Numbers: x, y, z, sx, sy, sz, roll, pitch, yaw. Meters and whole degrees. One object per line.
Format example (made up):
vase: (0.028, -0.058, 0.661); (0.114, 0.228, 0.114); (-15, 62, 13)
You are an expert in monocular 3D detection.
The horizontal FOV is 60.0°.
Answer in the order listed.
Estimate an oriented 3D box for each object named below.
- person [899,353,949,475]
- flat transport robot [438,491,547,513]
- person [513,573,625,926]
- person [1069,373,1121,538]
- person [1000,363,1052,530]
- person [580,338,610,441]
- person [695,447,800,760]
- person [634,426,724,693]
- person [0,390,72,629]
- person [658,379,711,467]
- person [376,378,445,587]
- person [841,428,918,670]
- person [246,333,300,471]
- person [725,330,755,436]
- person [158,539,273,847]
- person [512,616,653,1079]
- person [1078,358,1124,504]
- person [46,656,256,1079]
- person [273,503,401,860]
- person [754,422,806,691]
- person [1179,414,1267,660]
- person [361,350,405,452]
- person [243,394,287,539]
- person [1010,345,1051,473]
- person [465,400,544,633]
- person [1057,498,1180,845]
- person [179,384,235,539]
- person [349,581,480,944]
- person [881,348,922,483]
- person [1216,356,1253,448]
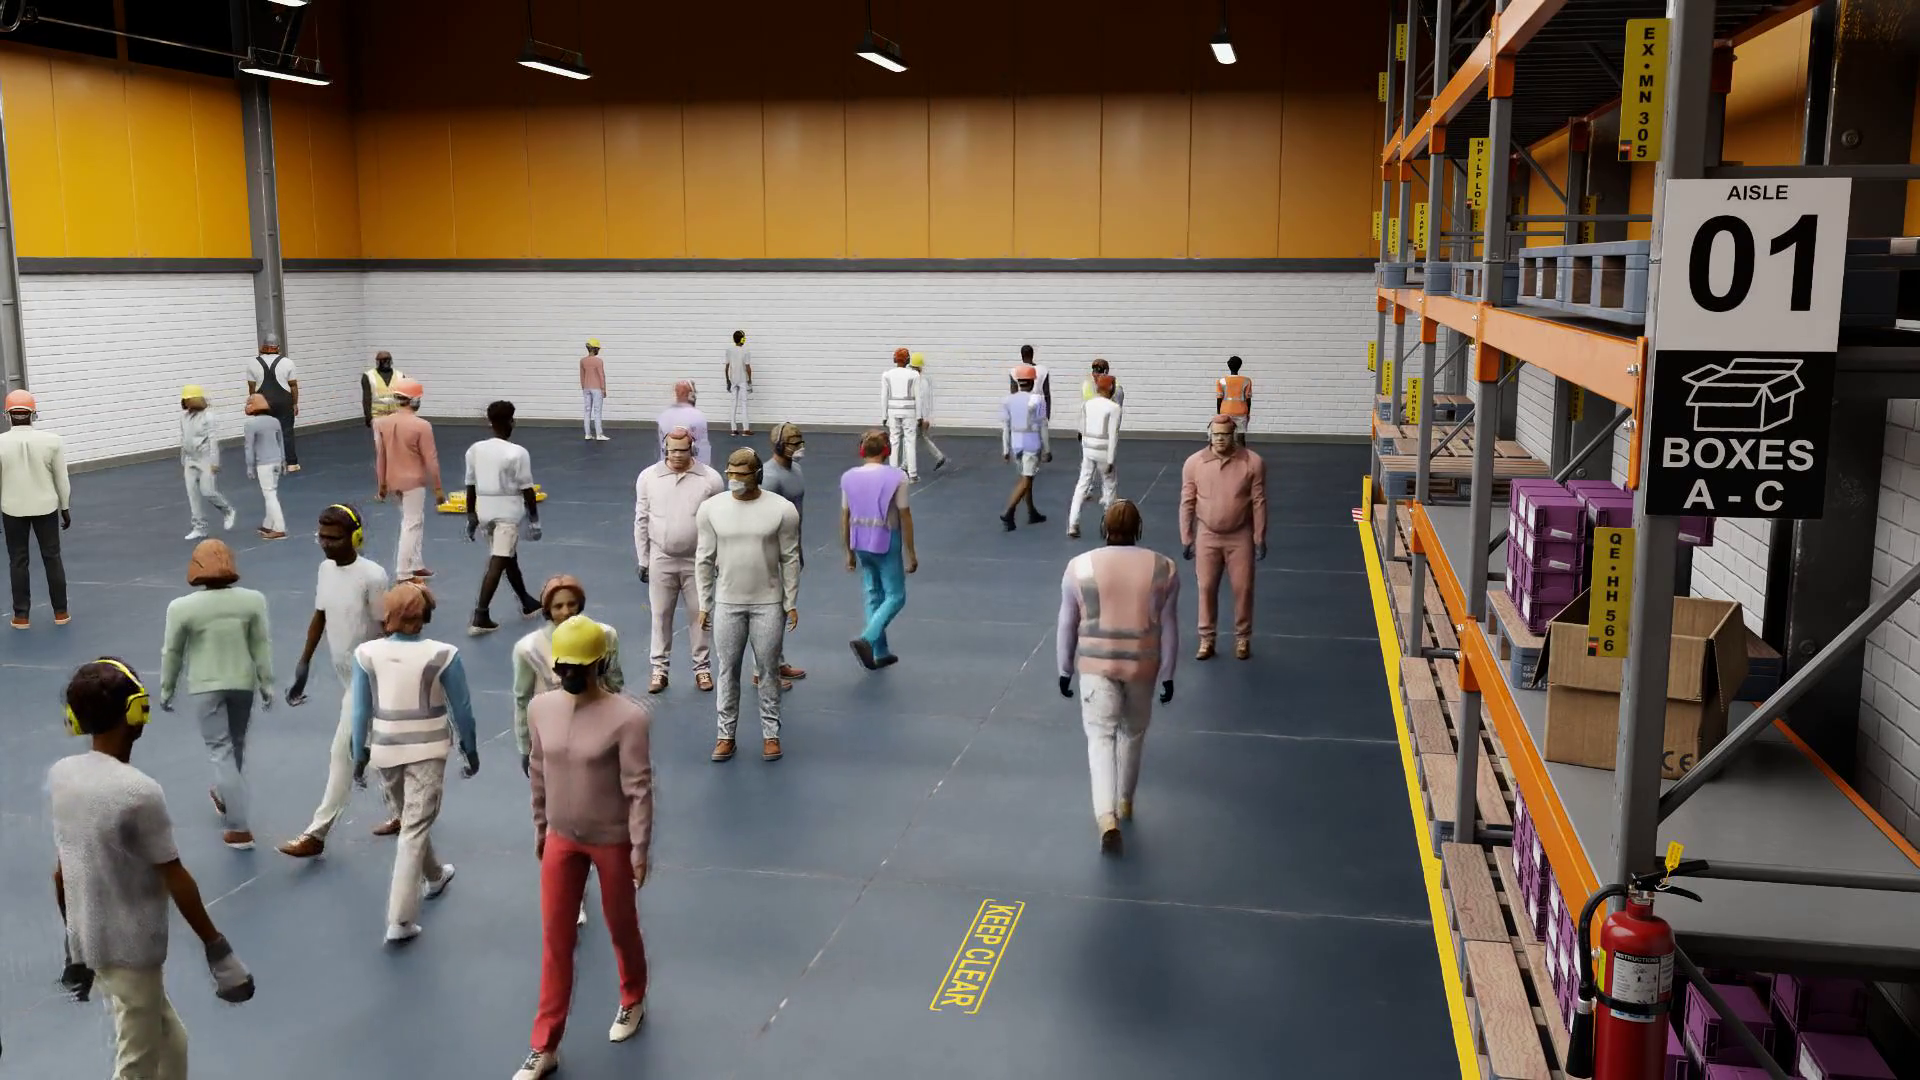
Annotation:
person: (-0.557, -1.814, 23.943); (0.844, 1.784, 0.604); (-2, 10, -14)
flat transport robot: (-5.826, -0.537, 20.768); (0.652, 0.197, 1.431); (3, 10, 17)
person: (-1.829, 0.944, 7.787); (0.527, 1.622, 0.514); (-5, 11, -28)
person: (1.525, -0.938, 18.531); (0.590, 1.839, 1.023); (8, 12, 40)
person: (0.725, -1.081, 19.162); (0.545, 1.909, 0.941); (8, 12, 40)
person: (-6.298, -2.584, 28.635); (0.524, 1.760, 0.326); (5, 11, 29)
person: (-1.295, 0.391, 10.168); (0.635, 1.936, 0.353); (0, 9, -2)
person: (-1.983, 0.138, 11.804); (0.638, 1.903, 0.408); (-1, 10, -8)
person: (-7.775, -0.257, 13.900); (0.622, 1.993, 0.382); (-7, 12, -35)
person: (-2.786, -0.675, 16.741); (0.652, 1.887, 0.685); (8, 13, 42)
person: (-5.096, -0.538, 15.636); (0.649, 1.969, 0.720); (6, 11, 30)
person: (-0.633, 0.086, 12.353); (0.591, 1.819, 0.574); (5, 11, 30)
person: (-10.033, -2.019, 24.378); (0.687, 2.000, 0.538); (-2, 10, -11)
person: (-3.916, -2.782, 29.491); (0.512, 1.872, 0.330); (4, 10, 21)
person: (-3.944, 0.785, 8.813); (0.518, 1.588, 0.841); (-9, 13, -42)
person: (-1.414, 1.136, 6.282); (0.546, 1.729, 0.748); (2, 10, 14)
person: (1.756, -1.383, 21.137); (0.627, 1.847, 0.429); (7, 12, 35)
person: (-2.496, 1.278, 5.120); (0.618, 1.841, 0.559); (7, 12, 36)
person: (-3.183, 0.715, 8.571); (0.503, 1.815, 0.935); (8, 13, 41)
person: (-1.284, 0.112, 11.919); (0.393, 1.927, 0.644); (2, 10, 12)
person: (2.017, -0.021, 12.761); (0.681, 1.900, 0.396); (2, 10, 12)
person: (-8.073, -1.748, 23.397); (0.630, 1.827, 0.454); (-6, 11, -30)
person: (-7.726, -0.819, 18.487); (0.594, 1.594, 0.502); (4, 10, 20)
person: (1.031, -1.927, 24.417); (0.620, 1.855, 1.062); (-1, 9, -6)
person: (-3.793, -0.209, 13.880); (0.616, 1.906, 1.032); (5, 11, 27)
person: (0.837, 0.683, 8.810); (0.633, 1.812, 0.901); (0, 9, -1)
person: (-8.403, -0.879, 18.466); (0.484, 1.731, 0.504); (3, 10, 18)
person: (-2.502, 0.985, 7.641); (0.531, 1.585, 0.883); (1, 9, 6)
person: (-0.799, -1.720, 23.054); (0.572, 1.883, 0.358); (2, 10, 14)
person: (4.002, -1.839, 24.327); (0.538, 1.696, 0.317); (0, 9, 2)
